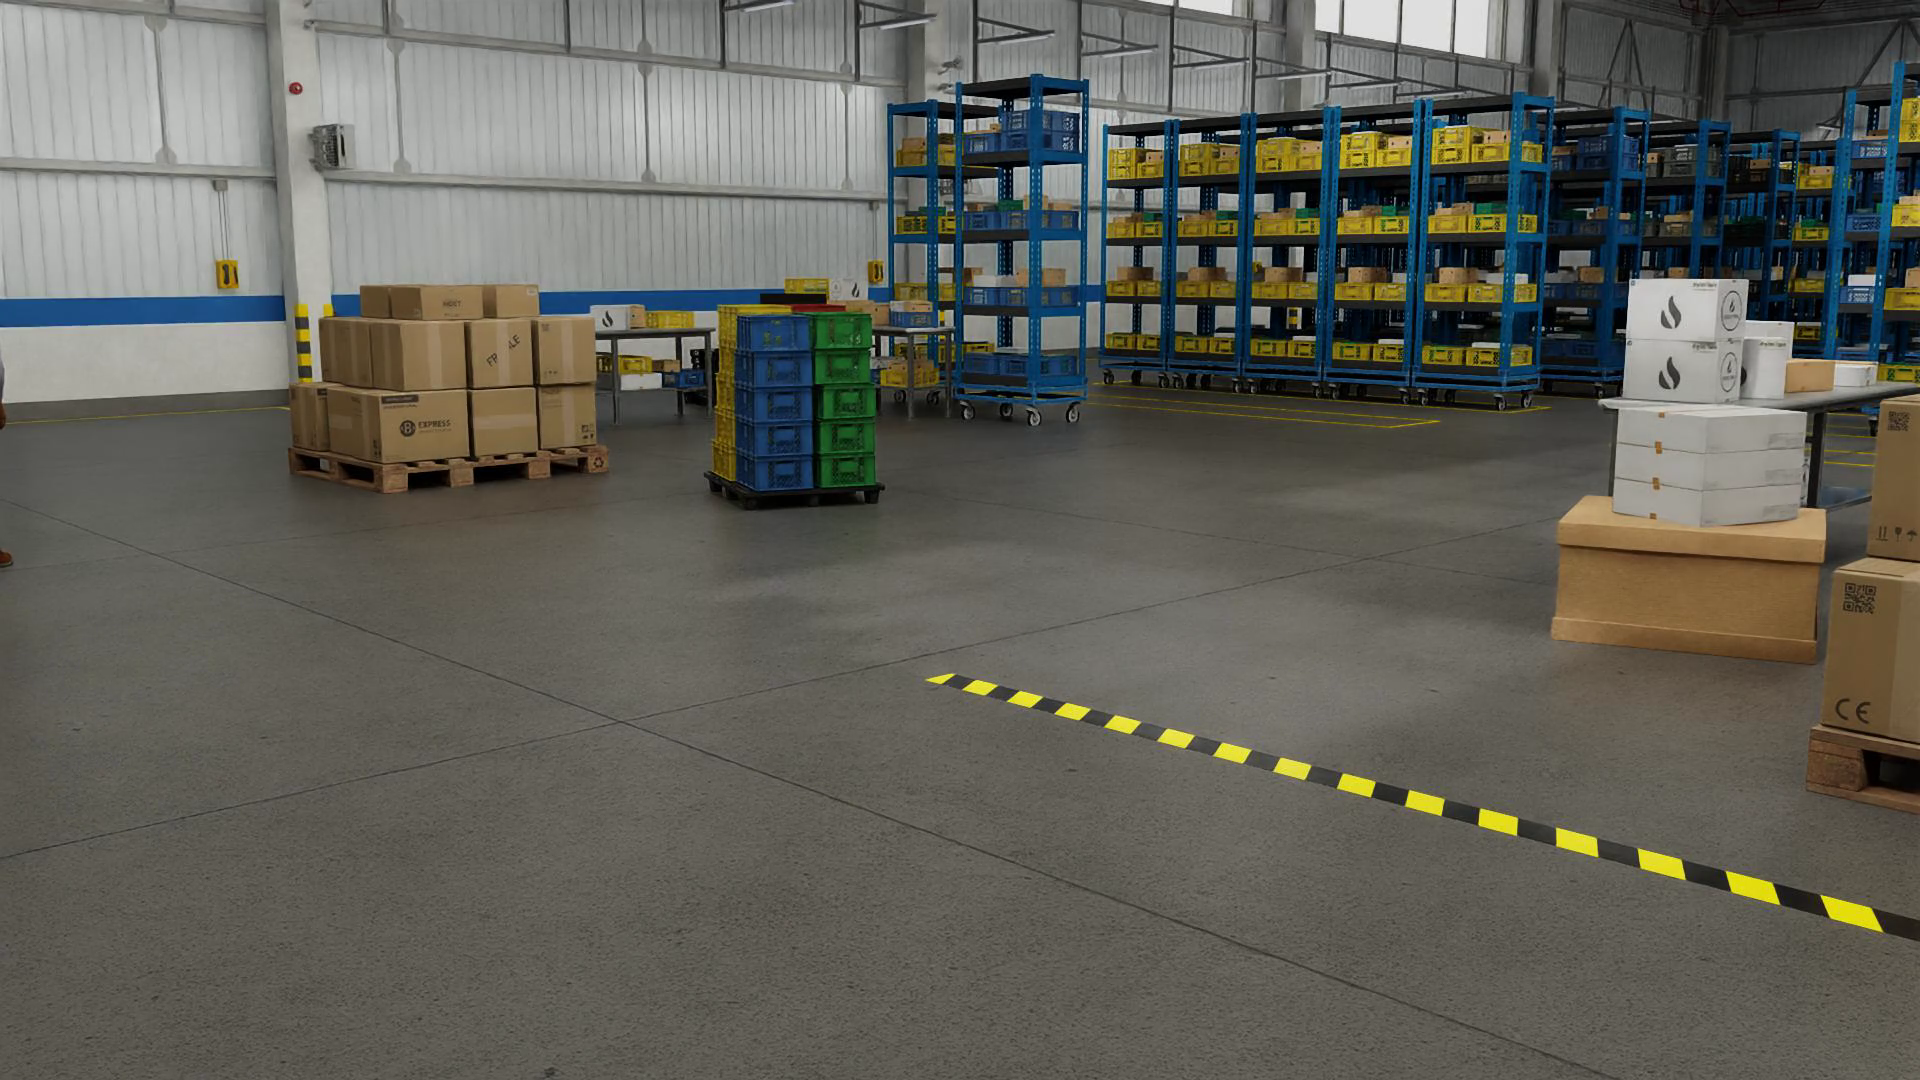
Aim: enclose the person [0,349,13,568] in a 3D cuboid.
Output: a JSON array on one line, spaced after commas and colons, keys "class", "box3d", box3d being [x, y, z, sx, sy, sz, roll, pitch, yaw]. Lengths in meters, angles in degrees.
[{"class": "person", "box3d": [-5.556, -0.780, 9.096, 0.615, 1.945, 0.399, -3, 10, -16]}]
